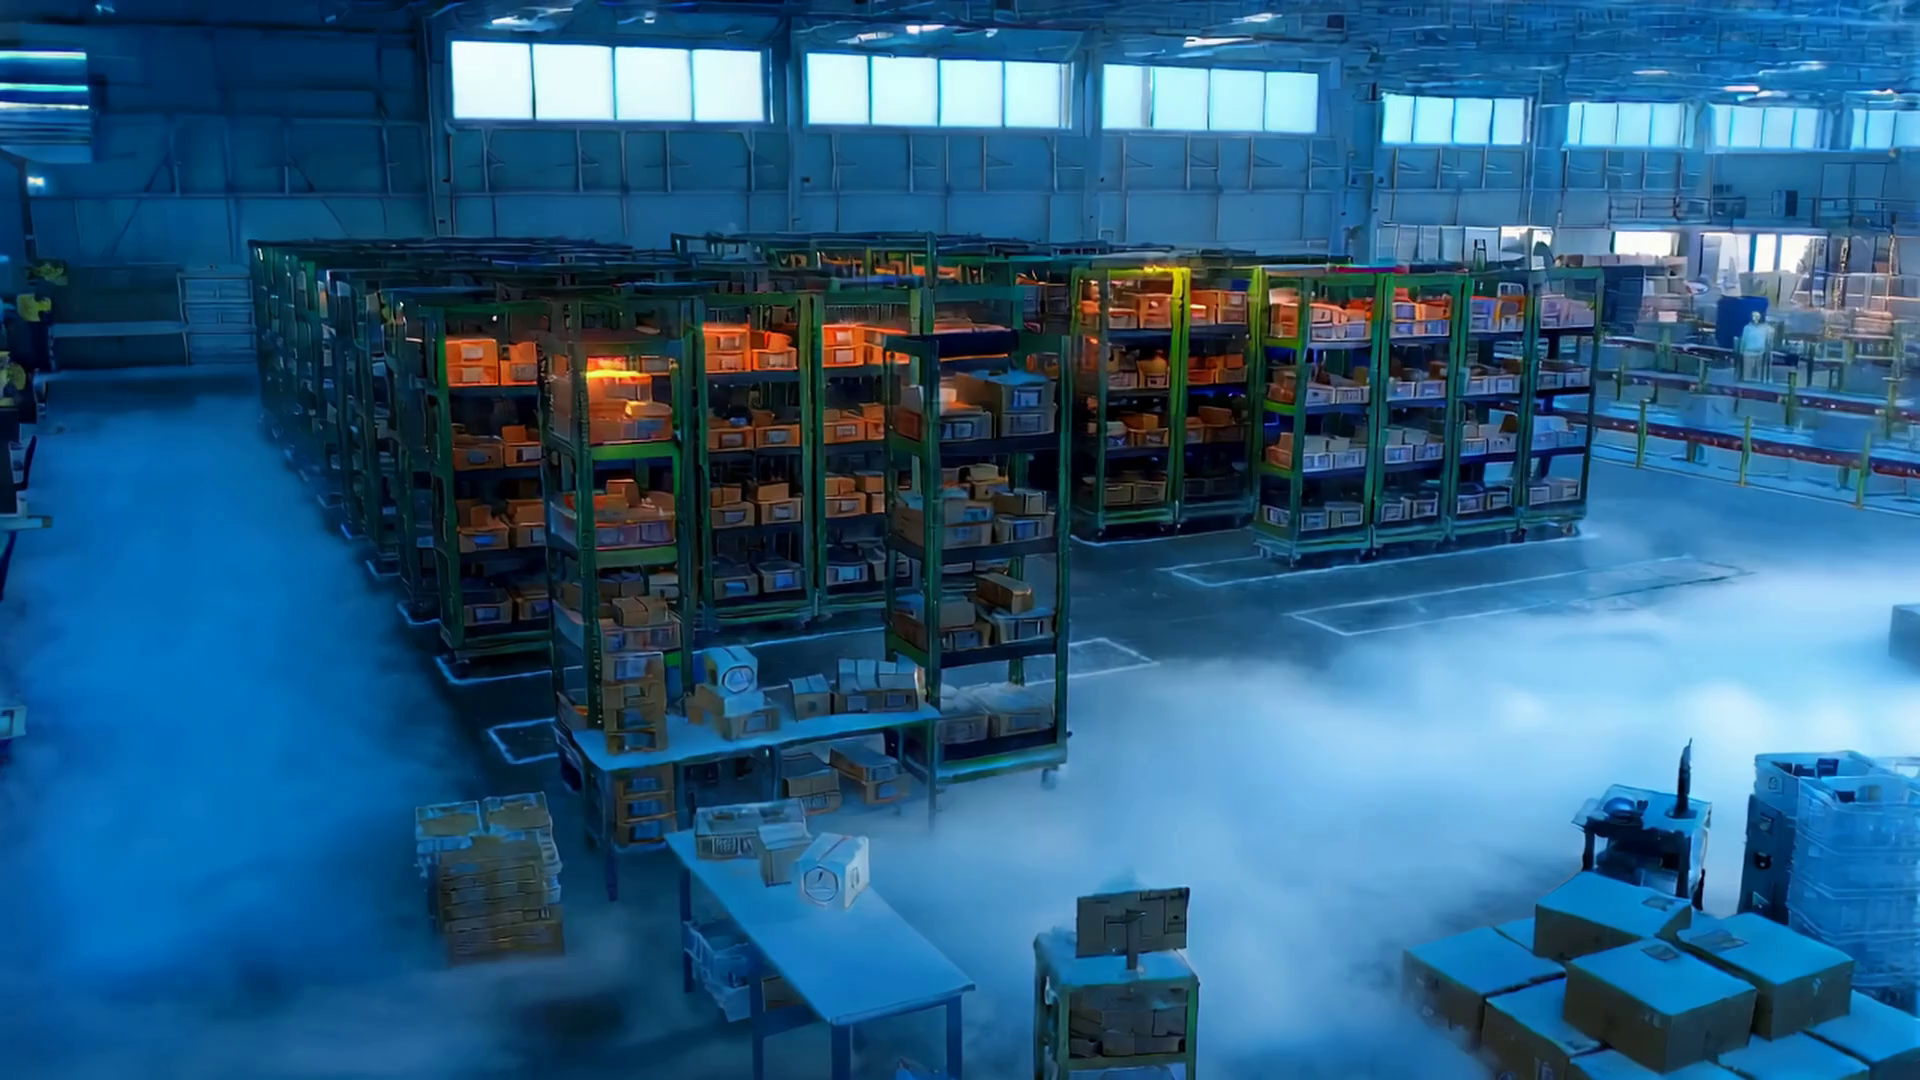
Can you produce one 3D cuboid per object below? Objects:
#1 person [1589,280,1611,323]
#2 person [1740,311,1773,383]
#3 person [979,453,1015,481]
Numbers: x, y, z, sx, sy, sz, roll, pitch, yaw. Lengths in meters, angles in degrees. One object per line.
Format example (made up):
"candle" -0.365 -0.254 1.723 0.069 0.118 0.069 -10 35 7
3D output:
"person" 18.715 -6.675 48.824 1.050 1.984 0.617 -4 13 -17
"person" 17.990 -4.229 37.622 0.636 1.899 0.399 7 14 29
"person" 0.564 -1.285 23.601 0.609 1.996 0.383 0 12 0
